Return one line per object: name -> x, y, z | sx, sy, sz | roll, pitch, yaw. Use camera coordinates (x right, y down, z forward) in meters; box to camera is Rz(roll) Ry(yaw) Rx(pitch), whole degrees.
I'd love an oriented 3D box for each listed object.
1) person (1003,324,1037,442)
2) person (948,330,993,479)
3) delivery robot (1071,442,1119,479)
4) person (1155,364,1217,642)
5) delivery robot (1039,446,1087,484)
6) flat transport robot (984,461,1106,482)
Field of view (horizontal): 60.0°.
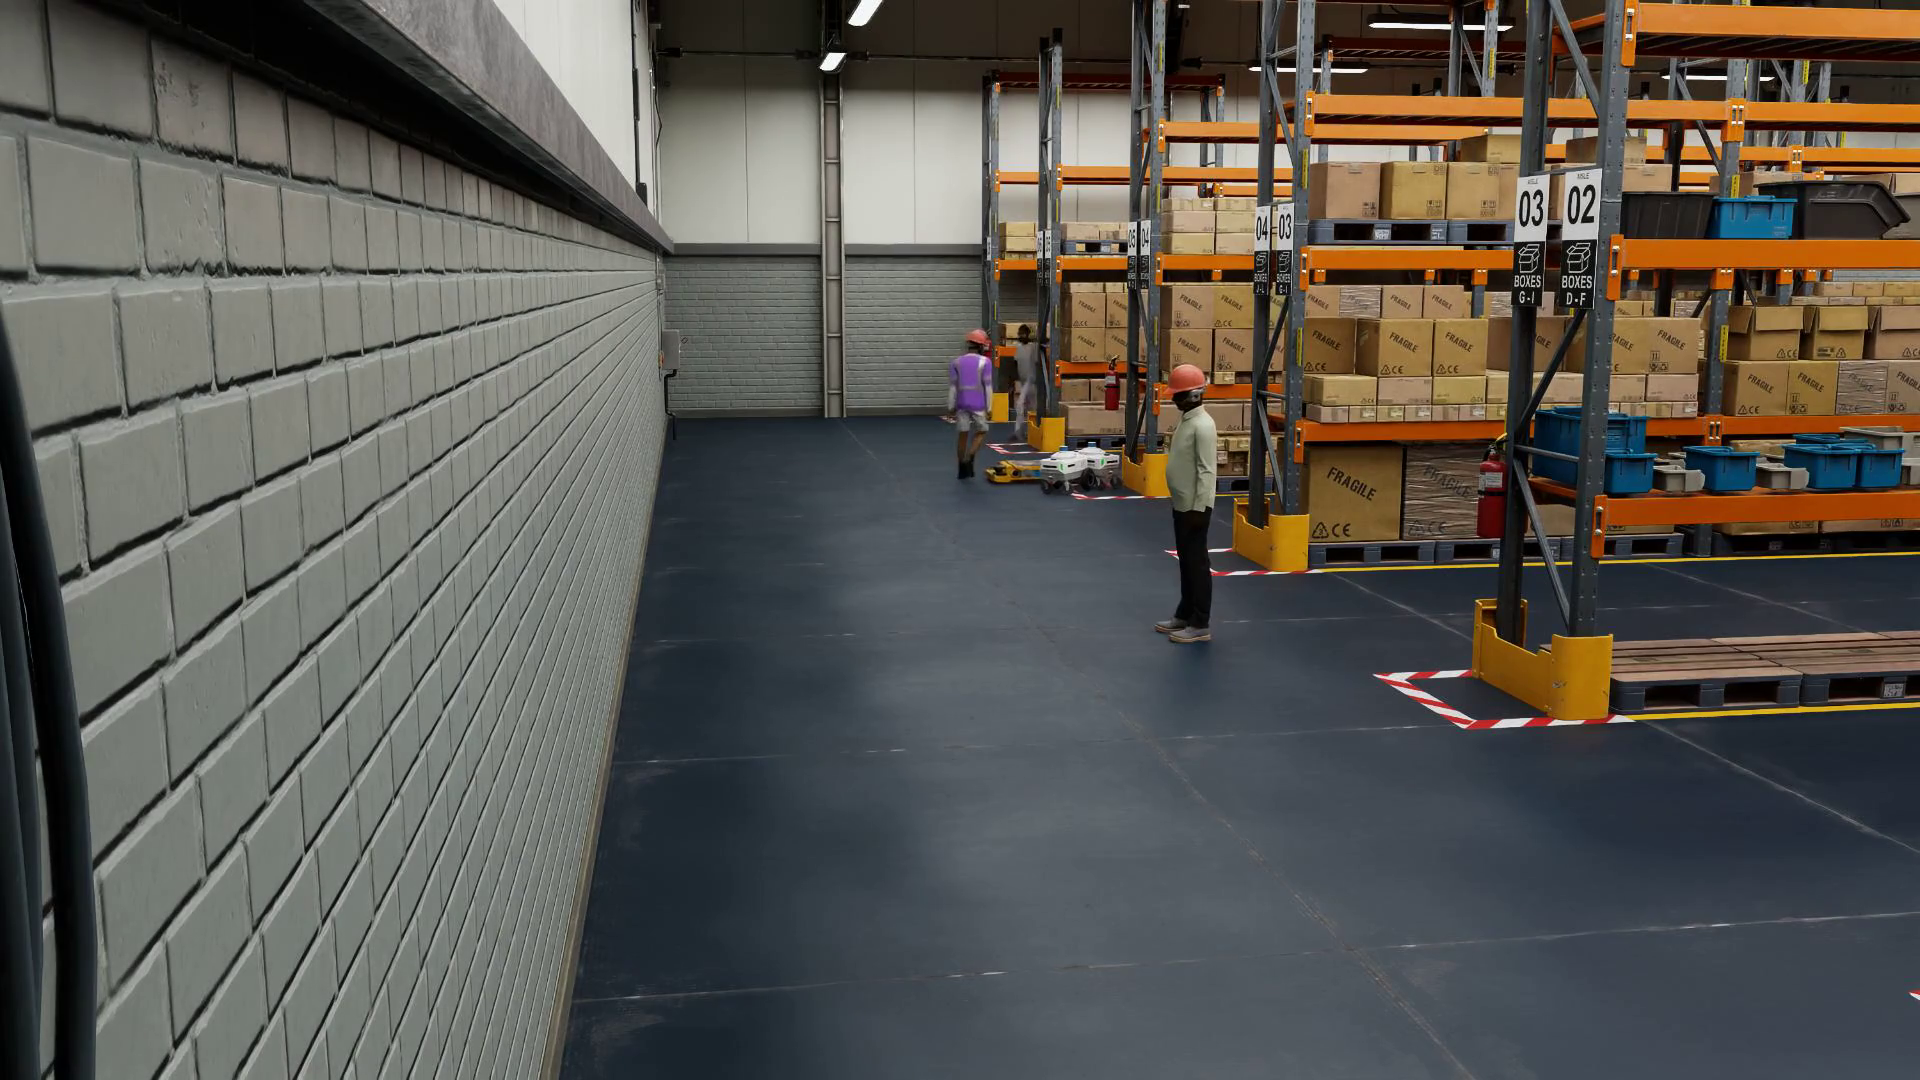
person -> 0.922, -2.423, 25.756 | 0.843, 1.824, 0.583 | -5, 10, -27
person -> 0.123, -1.709, 21.130 | 0.664, 1.909, 0.486 | 4, 10, 23
delivery robot -> 1.612, -0.958, 20.335 | 0.477, 0.478, 0.707 | -8, 12, -40
person -> 1.642, -0.266, 11.944 | 0.388, 1.990, 0.611 | -1, 9, -8
delivery robot -> 1.236, -0.883, 19.874 | 0.477, 0.478, 0.707 | 5, 11, 30
flat transport robot -> 1.069, -0.881, 21.027 | 1.431, 0.197, 0.652 | -2, 9, -10
